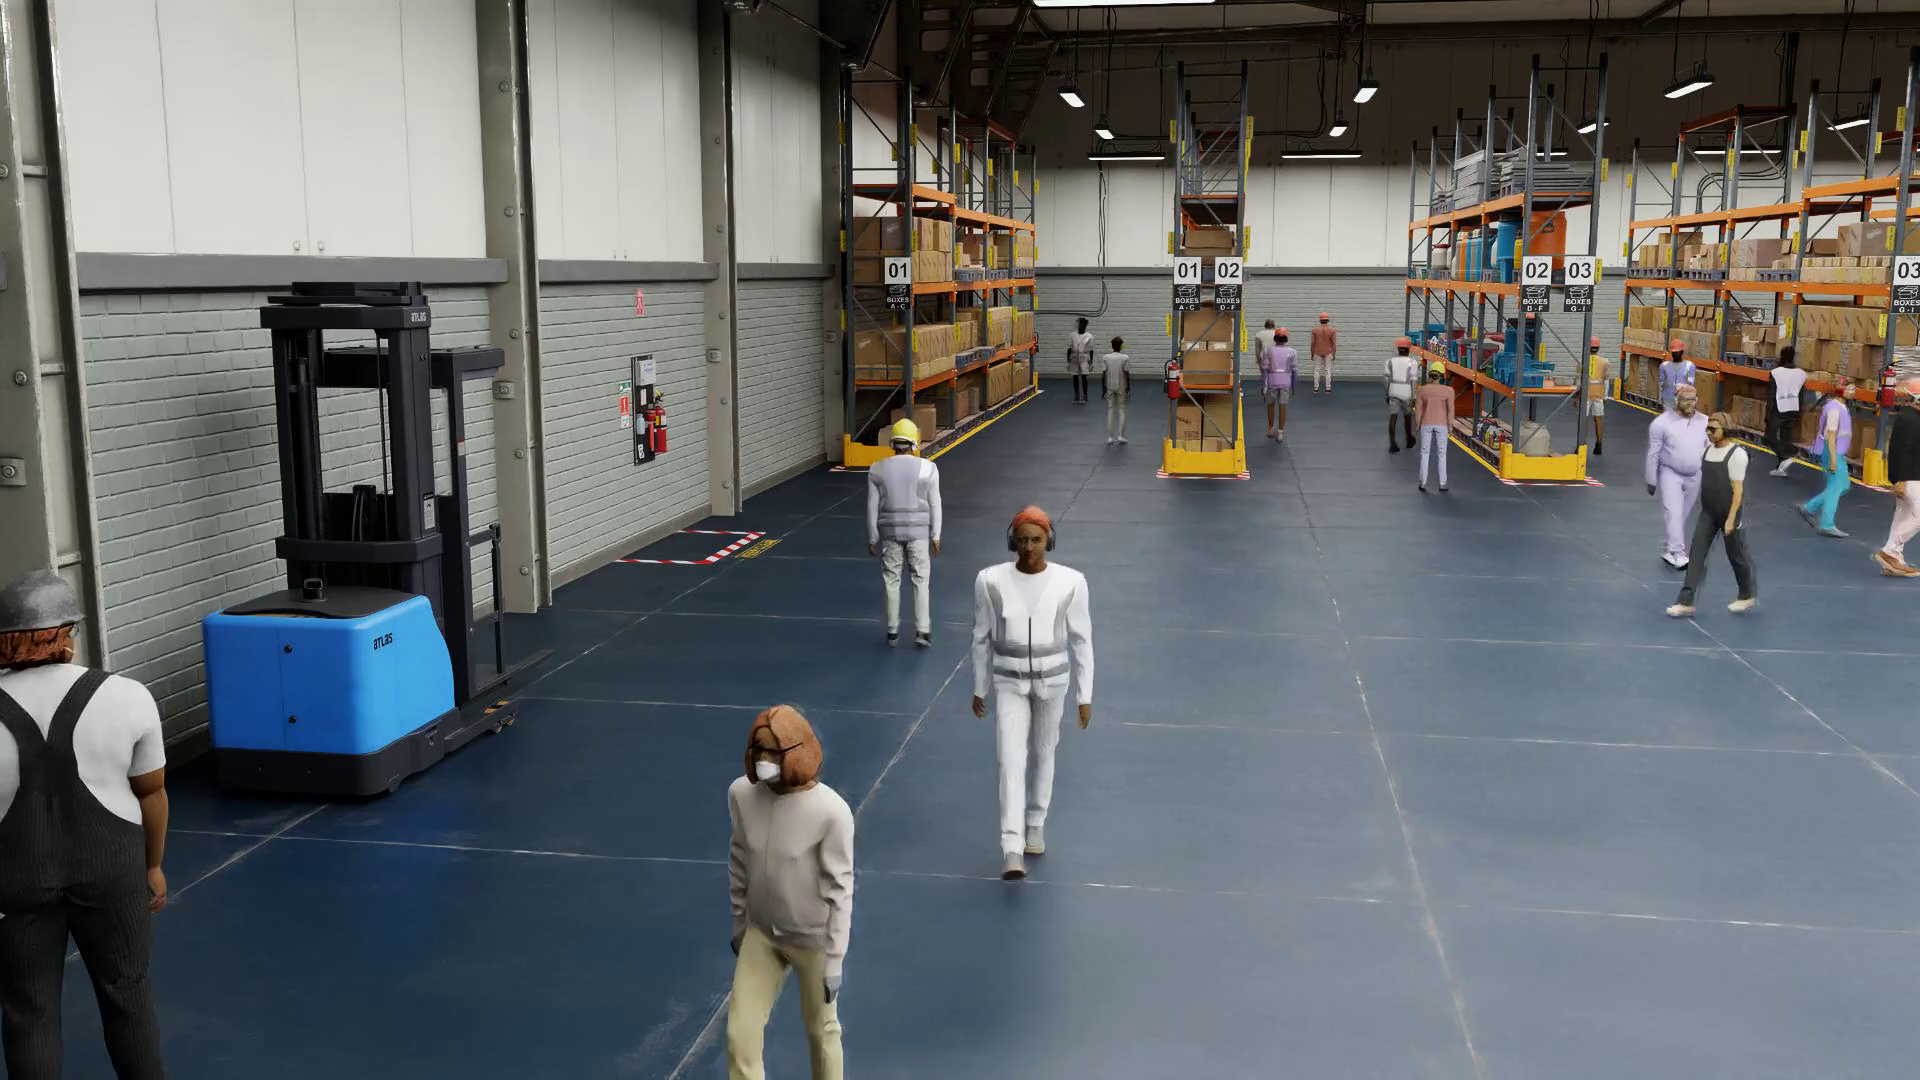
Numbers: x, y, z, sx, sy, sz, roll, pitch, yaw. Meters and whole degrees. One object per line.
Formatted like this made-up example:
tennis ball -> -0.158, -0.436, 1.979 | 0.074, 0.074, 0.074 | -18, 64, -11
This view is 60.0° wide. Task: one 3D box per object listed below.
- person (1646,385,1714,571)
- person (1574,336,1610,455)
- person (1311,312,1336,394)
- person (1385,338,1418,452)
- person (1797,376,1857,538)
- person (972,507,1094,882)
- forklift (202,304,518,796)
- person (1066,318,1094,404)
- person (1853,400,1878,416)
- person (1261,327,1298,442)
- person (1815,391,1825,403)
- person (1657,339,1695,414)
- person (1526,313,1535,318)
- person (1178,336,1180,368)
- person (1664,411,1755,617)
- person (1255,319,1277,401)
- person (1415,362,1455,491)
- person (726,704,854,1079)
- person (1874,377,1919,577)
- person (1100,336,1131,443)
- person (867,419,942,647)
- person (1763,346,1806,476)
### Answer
person -> 7.318, -0.623, 16.780 | 0.643, 1.857, 0.988 | -1, 9, -4
person -> 10.380, -2.378, 27.357 | 0.551, 1.933, 0.378 | 0, 9, 1
person -> 8.902, -4.577, 40.732 | 0.622, 1.995, 0.376 | 3, 10, 18
person -> 7.400, -2.433, 27.832 | 0.572, 1.884, 0.971 | 6, 11, 31
person -> 9.900, -0.955, 18.910 | 0.484, 1.827, 0.592 | 6, 11, 34
person -> 0.361, 0.761, 8.293 | 0.608, 1.831, 0.966 | 0, 9, 2
forklift -> -3.673, -0.038, 10.147 | 1.129, 2.768, 1.873 | 1, 9, 9
person -> 2.727, -4.068, 37.822 | 0.619, 1.939, 0.459 | 3, 10, 17
person -> 19.146, -3.578, 34.888 | 0.613, 1.885, 1.018 | 1, 9, 9
person -> 5.667, -2.773, 29.567 | 0.633, 2.004, 0.921 | 1, 9, 7
person -> 19.635, -4.021, 37.904 | 0.637, 1.794, 0.966 | 3, 10, 20
person -> 11.528, -2.278, 26.787 | 0.556, 1.917, 0.601 | 5, 11, 29
person -> 13.728, -4.474, 40.137 | 0.618, 1.987, 0.405 | -7, 11, -36
person -> 5.999, -5.104, 44.487 | 0.600, 1.830, 0.403 | -3, 10, -20
person -> 6.659, -0.227, 14.536 | 0.957, 1.799, 0.533 | -4, 10, -24
person -> 7.159, -4.177, 38.603 | 0.628, 1.875, 1.060 | 1, 9, 8
person -> 6.509, -1.561, 22.836 | 0.526, 1.769, 0.329 | 4, 10, 23
person -> -0.609, 1.340, 5.396 | 0.530, 1.604, 0.696 | 5, 10, 28
person -> 9.343, -0.613, 16.324 | 0.441, 1.977, 0.657 | 6, 11, 33
person -> 2.724, -2.625, 29.132 | 0.576, 1.859, 0.325 | 3, 10, 18
person -> -0.447, -0.045, 13.353 | 0.607, 1.836, 0.520 | 0, 9, 3
person -> 12.081, -1.878, 24.351 | 0.604, 1.906, 0.474 | -2, 9, -13
